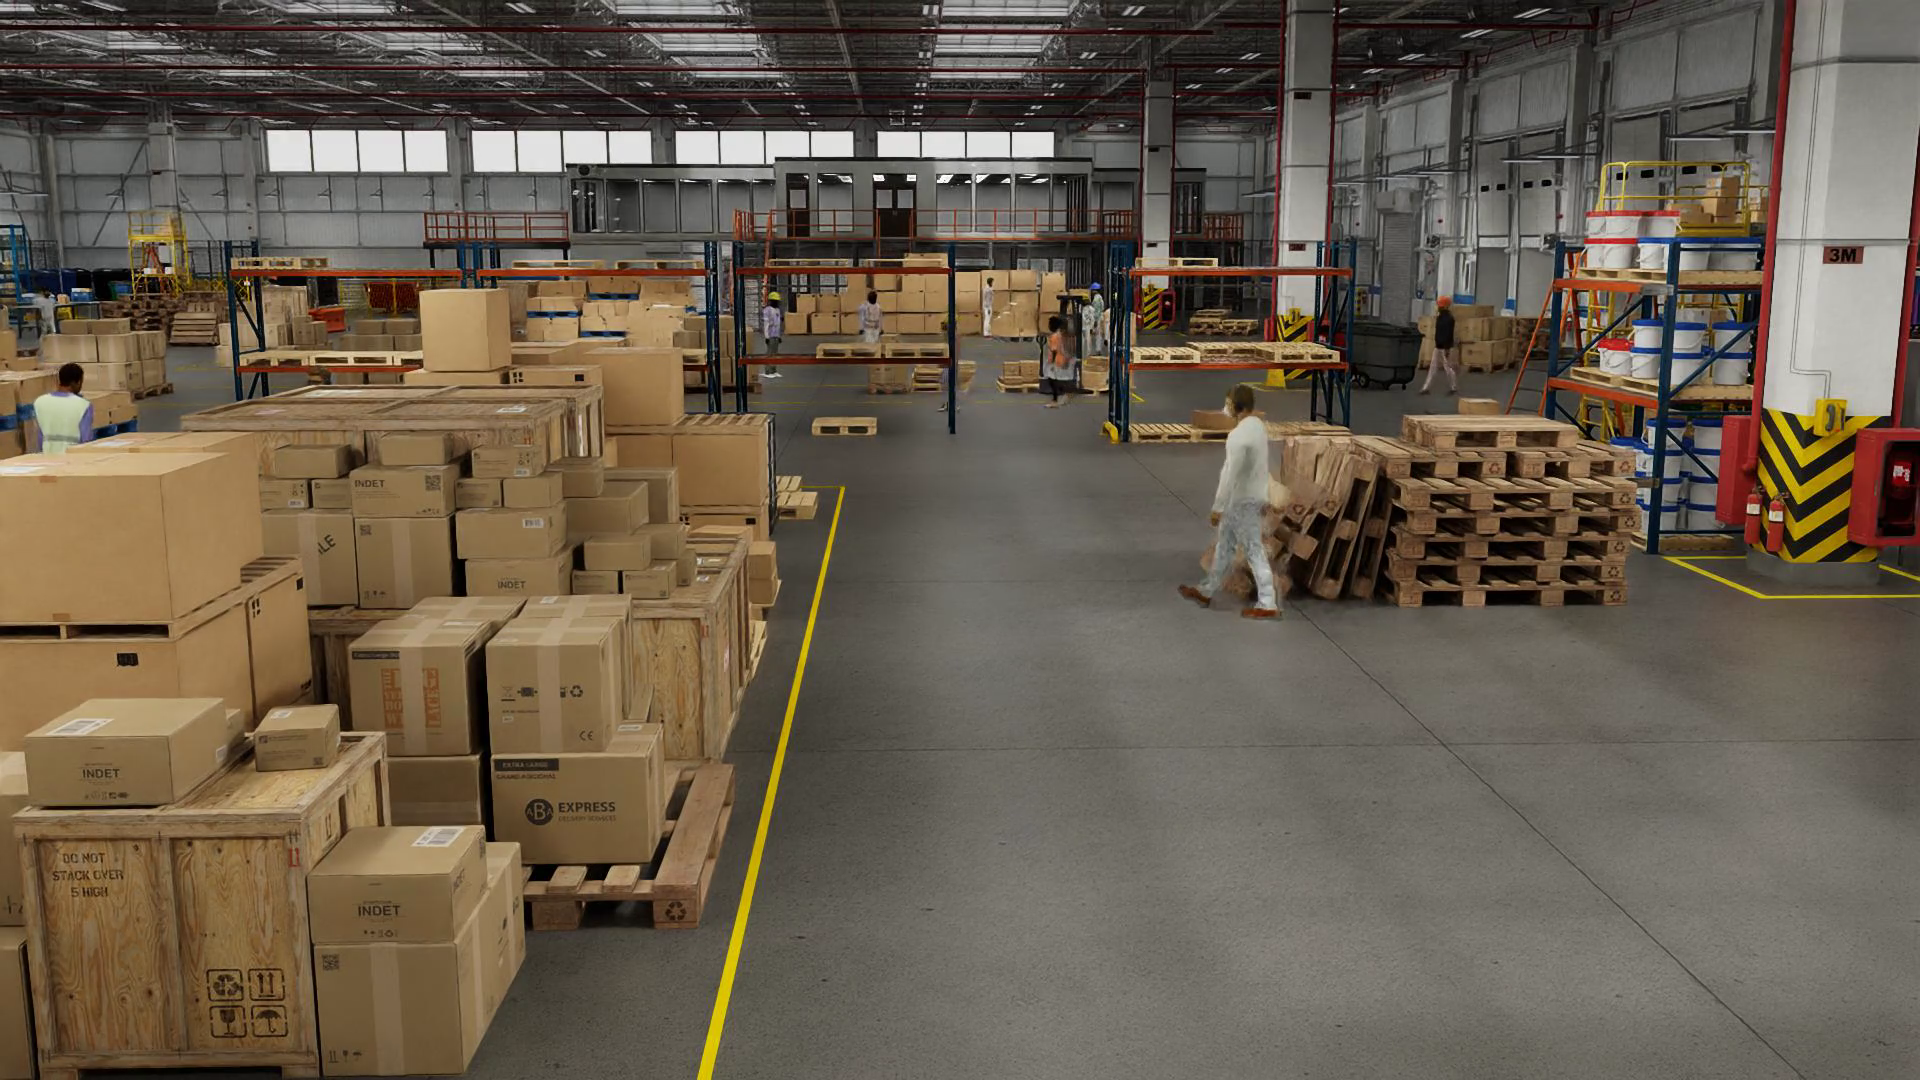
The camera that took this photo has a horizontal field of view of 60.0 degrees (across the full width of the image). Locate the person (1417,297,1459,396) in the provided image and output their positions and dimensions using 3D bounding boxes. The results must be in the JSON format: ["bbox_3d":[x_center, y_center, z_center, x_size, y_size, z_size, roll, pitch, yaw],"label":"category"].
[{"bbox_3d":[9.523,-3.802,32.808,0.870,1.970,0.634,-3,11,-16],"label":"person"}]

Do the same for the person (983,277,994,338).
[{"bbox_3d":[0.901,-7.305,52.347,0.368,1.932,0.623,0,10,-1],"label":"person"}]

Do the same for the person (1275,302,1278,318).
[{"bbox_3d":[9.355,-6.483,47.827,0.551,1.894,0.928,7,12,33],"label":"person"}]

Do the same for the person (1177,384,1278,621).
[{"bbox_3d":[2.181,-0.306,13.442,0.962,1.890,0.645,4,11,23],"label":"person"}]

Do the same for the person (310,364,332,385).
[{"bbox_3d":[-6.247,-0.811,16.393,0.504,1.843,0.345,3,11,16],"label":"person"}]

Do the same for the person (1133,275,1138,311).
[{"bbox_3d":[6.783,-9.658,65.255,0.624,1.990,0.397,-8,13,-37],"label":"person"}]

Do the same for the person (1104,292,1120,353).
[{"bbox_3d":[3.425,-4.504,36.769,0.587,1.919,0.402,-7,12,-33],"label":"person"}]

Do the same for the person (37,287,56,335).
[{"bbox_3d":[-24.698,-5.940,45.047,1.003,1.818,0.503,9,14,43],"label":"person"}]

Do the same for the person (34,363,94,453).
[{"bbox_3d":[-8.594,-0.750,15.945,0.611,1.879,0.823,0,10,2],"label":"person"}]

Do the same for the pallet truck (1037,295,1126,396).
[{"bbox_3d":[2.483,-3.881,33.060,1.885,1.965,0.823,-7,13,-36],"label":"pallet truck"}]

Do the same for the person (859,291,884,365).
[{"bbox_3d":[-2.147,-5.175,40.738,0.665,1.826,0.459,-9,14,-41],"label":"person"}]

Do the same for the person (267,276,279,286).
[{"bbox_3d":[-21.259,-7.228,51.580,0.607,2.044,0.372,-2,10,-10],"label":"person"}]

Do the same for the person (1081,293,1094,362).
[{"bbox_3d":[3.130,-5.352,41.967,0.491,1.741,0.323,8,13,37],"label":"person"}]

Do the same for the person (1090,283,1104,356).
[{"bbox_3d":[3.637,-5.866,44.257,0.402,1.949,0.605,1,10,7],"label":"person"}]

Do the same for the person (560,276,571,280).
[{"bbox_3d":[-17.644,-11.281,74.639,0.599,1.866,0.418,-1,10,-7],"label":"person"}]

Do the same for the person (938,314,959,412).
[{"bbox_3d":[-0.247,-3.170,29.806,0.566,1.750,0.544,-1,10,-7],"label":"person"}]

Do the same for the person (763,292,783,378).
[{"bbox_3d":[-4.166,-4.583,37.170,0.382,1.924,0.594,5,11,24],"label":"person"}]

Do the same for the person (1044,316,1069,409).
[{"bbox_3d":[1.733,-3.213,30.192,0.395,1.684,0.554,2,10,10],"label":"person"}]
